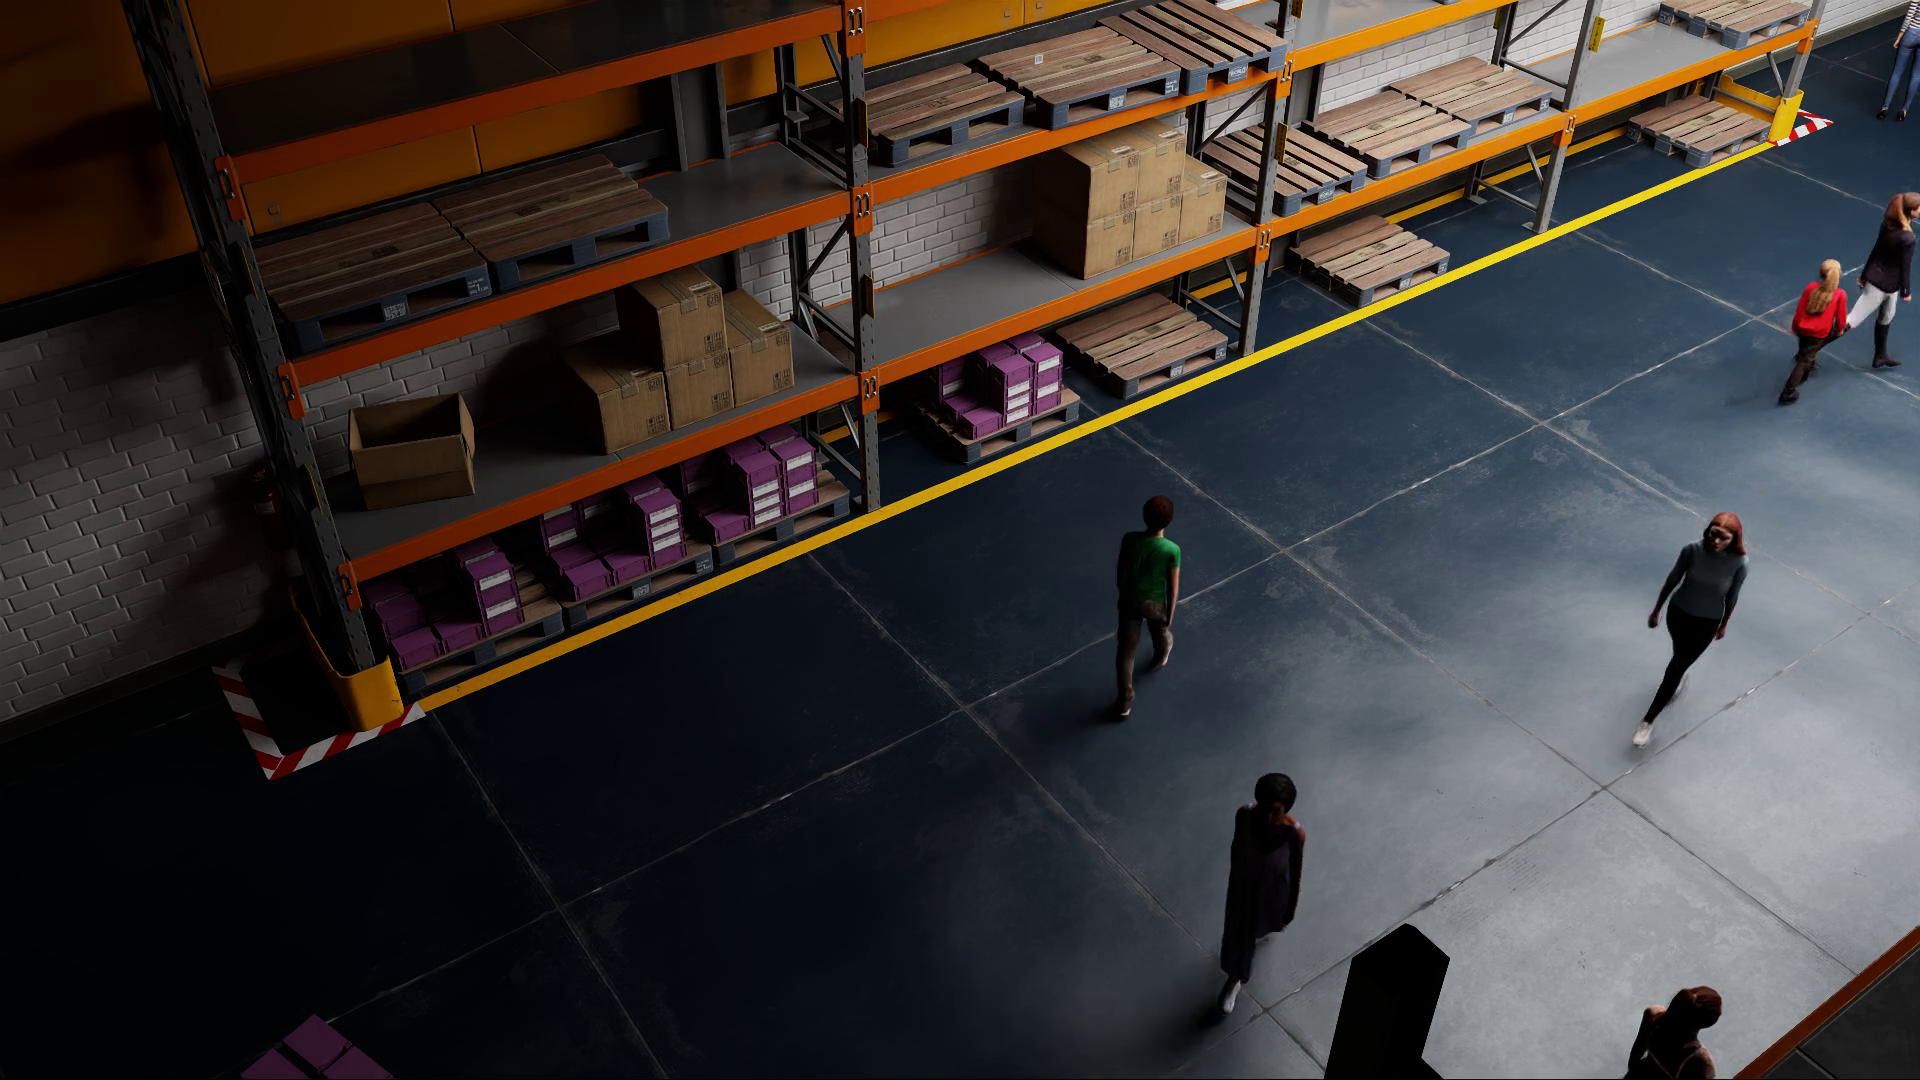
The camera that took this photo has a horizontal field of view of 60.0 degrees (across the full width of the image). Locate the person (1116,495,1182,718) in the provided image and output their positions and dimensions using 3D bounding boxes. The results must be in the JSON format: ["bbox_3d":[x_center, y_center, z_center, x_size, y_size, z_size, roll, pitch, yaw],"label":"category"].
[{"bbox_3d":[1.188,0.474,10.984,1.000,1.617,1.132,11,40,13],"label":"person"}]

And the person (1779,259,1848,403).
[{"bbox_3d":[7.169,-1.741,14.053,0.900,1.249,0.599,-28,46,-30],"label":"person"}]

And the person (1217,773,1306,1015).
[{"bbox_3d":[1.698,1.850,9.217,0.900,1.672,1.125,17,42,20],"label":"person"}]

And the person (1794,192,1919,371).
[{"bbox_3d":[7.753,-2.135,14.197,1.212,1.685,1.070,2,39,3],"label":"person"}]

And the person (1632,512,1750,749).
[{"bbox_3d":[4.821,0.488,10.905,0.840,1.693,1.234,26,45,29],"label":"person"}]

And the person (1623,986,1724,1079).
[{"bbox_3d":[3.350,2.733,8.056,0.567,1.742,0.625,-15,41,-18],"label":"person"}]

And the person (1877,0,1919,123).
[{"bbox_3d":[10.529,-5.477,18.293,0.671,1.795,0.678,15,41,17],"label":"person"}]
